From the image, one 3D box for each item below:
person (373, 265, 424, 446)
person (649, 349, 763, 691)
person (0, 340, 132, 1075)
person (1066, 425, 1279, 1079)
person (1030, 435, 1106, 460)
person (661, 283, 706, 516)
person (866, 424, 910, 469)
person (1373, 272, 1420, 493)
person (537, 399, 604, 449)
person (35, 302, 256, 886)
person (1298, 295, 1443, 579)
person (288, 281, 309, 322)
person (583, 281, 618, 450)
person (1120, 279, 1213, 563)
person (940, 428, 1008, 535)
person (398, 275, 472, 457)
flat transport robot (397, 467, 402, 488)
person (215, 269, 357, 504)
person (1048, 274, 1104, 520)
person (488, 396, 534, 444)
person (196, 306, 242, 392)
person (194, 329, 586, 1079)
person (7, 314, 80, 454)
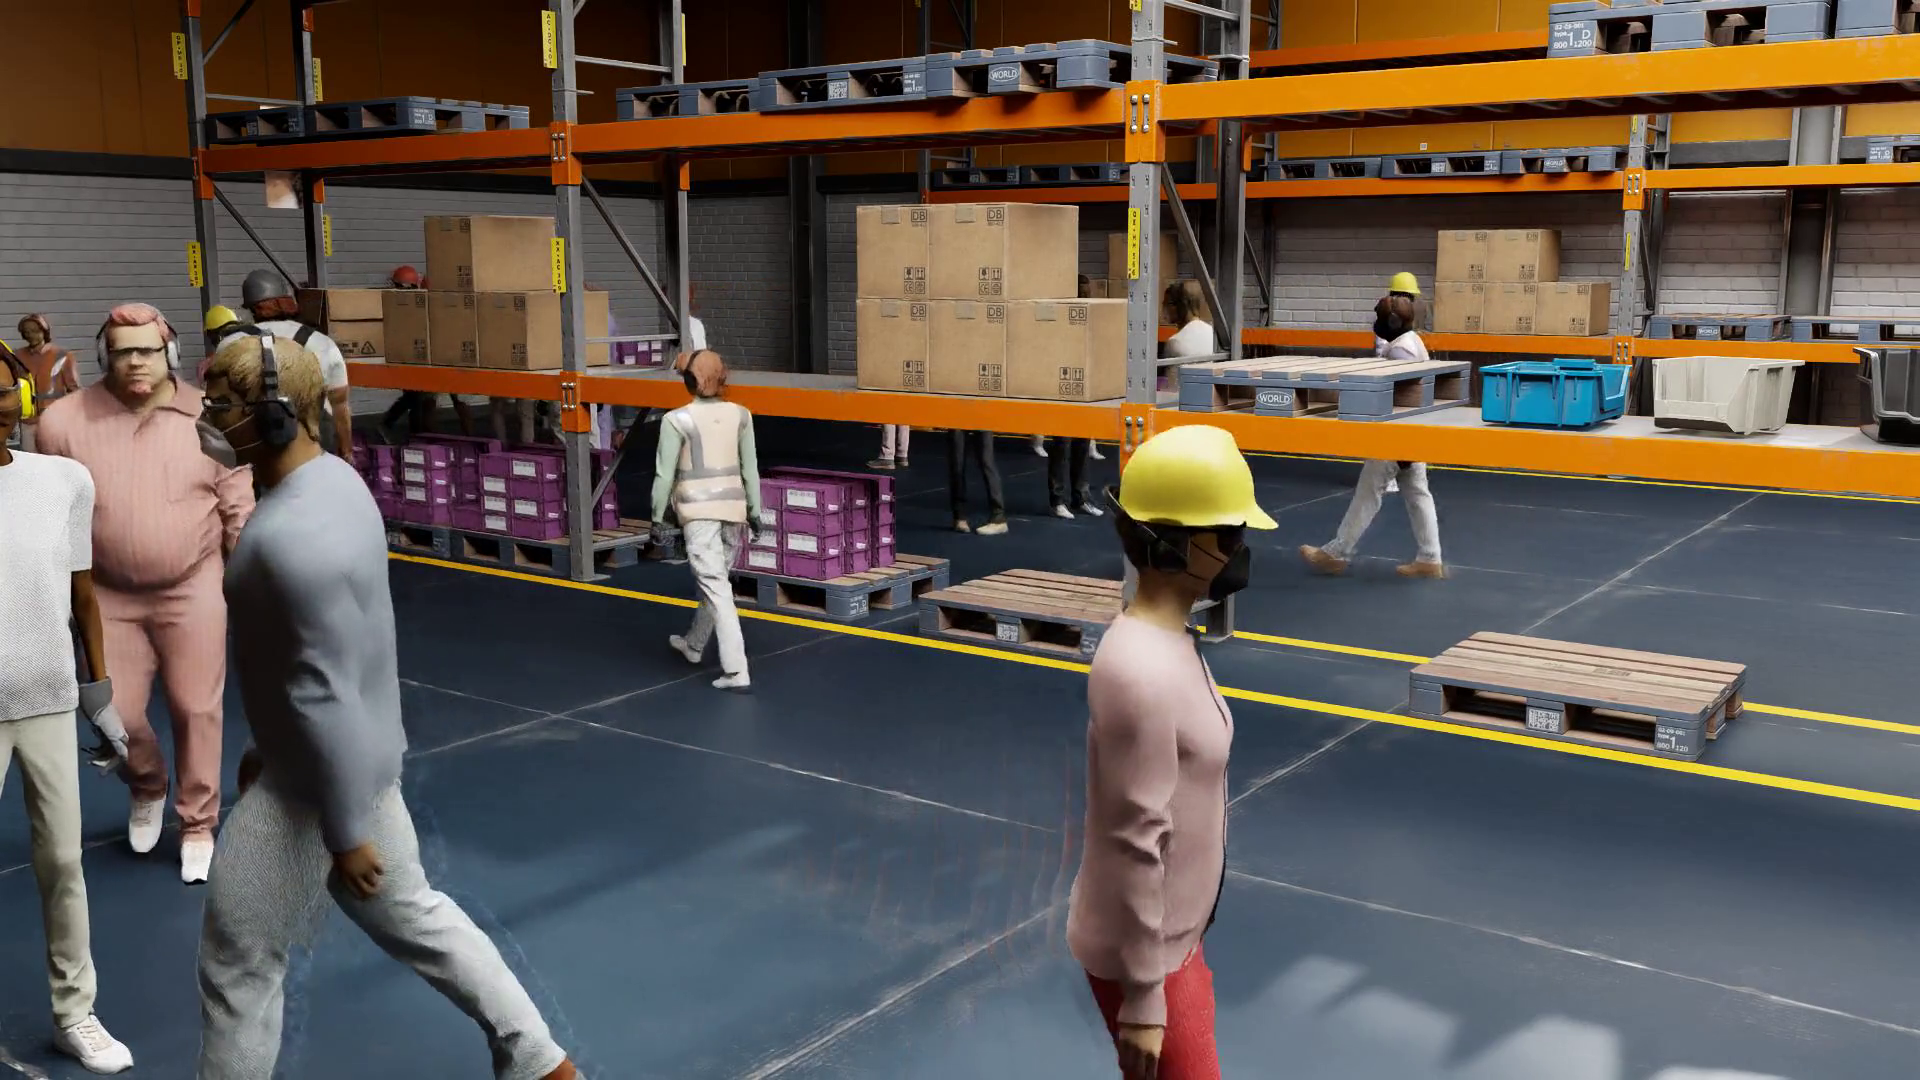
[{"bbox_3d":[-5.804,-1.867,17.347,0.644,1.976,0.554,9,13,43],"label":"person"},{"bbox_3d":[-1.238,-0.105,7.962,0.535,1.601,0.852,-9,13,-44],"label":"person"},{"bbox_3d":[-2.284,0.432,4.012,0.325,1.860,0.552,9,13,43],"label":"person"},{"bbox_3d":[0.302,0.676,2.840,0.439,1.752,0.546,2,10,12],"label":"person"},{"bbox_3d":[1.073,-1.625,17.039,0.856,1.599,0.531,8,12,39],"label":"person"},{"bbox_3d":[-2.120,-1.107,13.130,0.473,1.872,0.597,2,10,13],"label":"person"},{"bbox_3d":[-0.695,-1.692,16.245,0.375,1.997,0.612,5,11,29],"label":"person"},{"bbox_3d":[3.839,-1.390,14.657,0.371,1.925,0.603,8,12,38],"label":"person"},{"bbox_3d":[-3.228,-1.201,13.791,0.632,1.840,0.429,-9,13,-43],"label":"person"},{"bbox_3d":[-2.611,0.177,5.411,0.660,1.890,0.448,-4,10,-21],"label":"person"},{"bbox_3d":[2.676,-0.650,10.621,0.939,1.794,0.660,4,10,23],"label":"person"},{"bbox_3d":[-6.296,-1.613,16.305,0.564,1.824,0.629,9,13,42],"label":"person"},{"bbox_3d":[-3.402,-1.401,14.958,0.658,1.843,0.965,-6,11,-32],"label":"person"},{"bbox_3d":[1.331,-0.667,10.442,0.912,1.899,0.641,5,11,25],"label":"person"},{"bbox_3d":[0.067,-0.937,12.328,0.520,1.817,0.436,4,10,23],"label":"person"},{"bbox_3d":[-5.201,-1.686,16.538,0.551,1.878,0.998,4,10,22],"label":"person"},{"bbox_3d":[-5.412,-0.495,14.250,1.431,0.197,0.652,-1,10,-4],"label":"flat transport robot"},{"bbox_3d":[-3.776,-0.556,9.353,0.718,2.000,0.995,-7,12,-35],"label":"person"},{"bbox_3d":[0.900,-1.132,13.139,0.591,1.922,0.392,-8,12,-40],"label":"person"},{"bbox_3d":[-4.222,-1.560,15.600,0.629,1.944,0.699,-9,13,-43],"label":"person"},{"bbox_3d":[-4.931,-0.722,11.313,0.923,1.718,0.541,7,12,36],"label":"person"},{"bbox_3d":[-1.317,0.496,3.555,1.018,1.897,0.643,-2,10,-13],"label":"person"},{"bbox_3d":[-6.932,-0.886,12.567,0.521,1.628,0.364,-2,10,-13],"label":"person"}]
